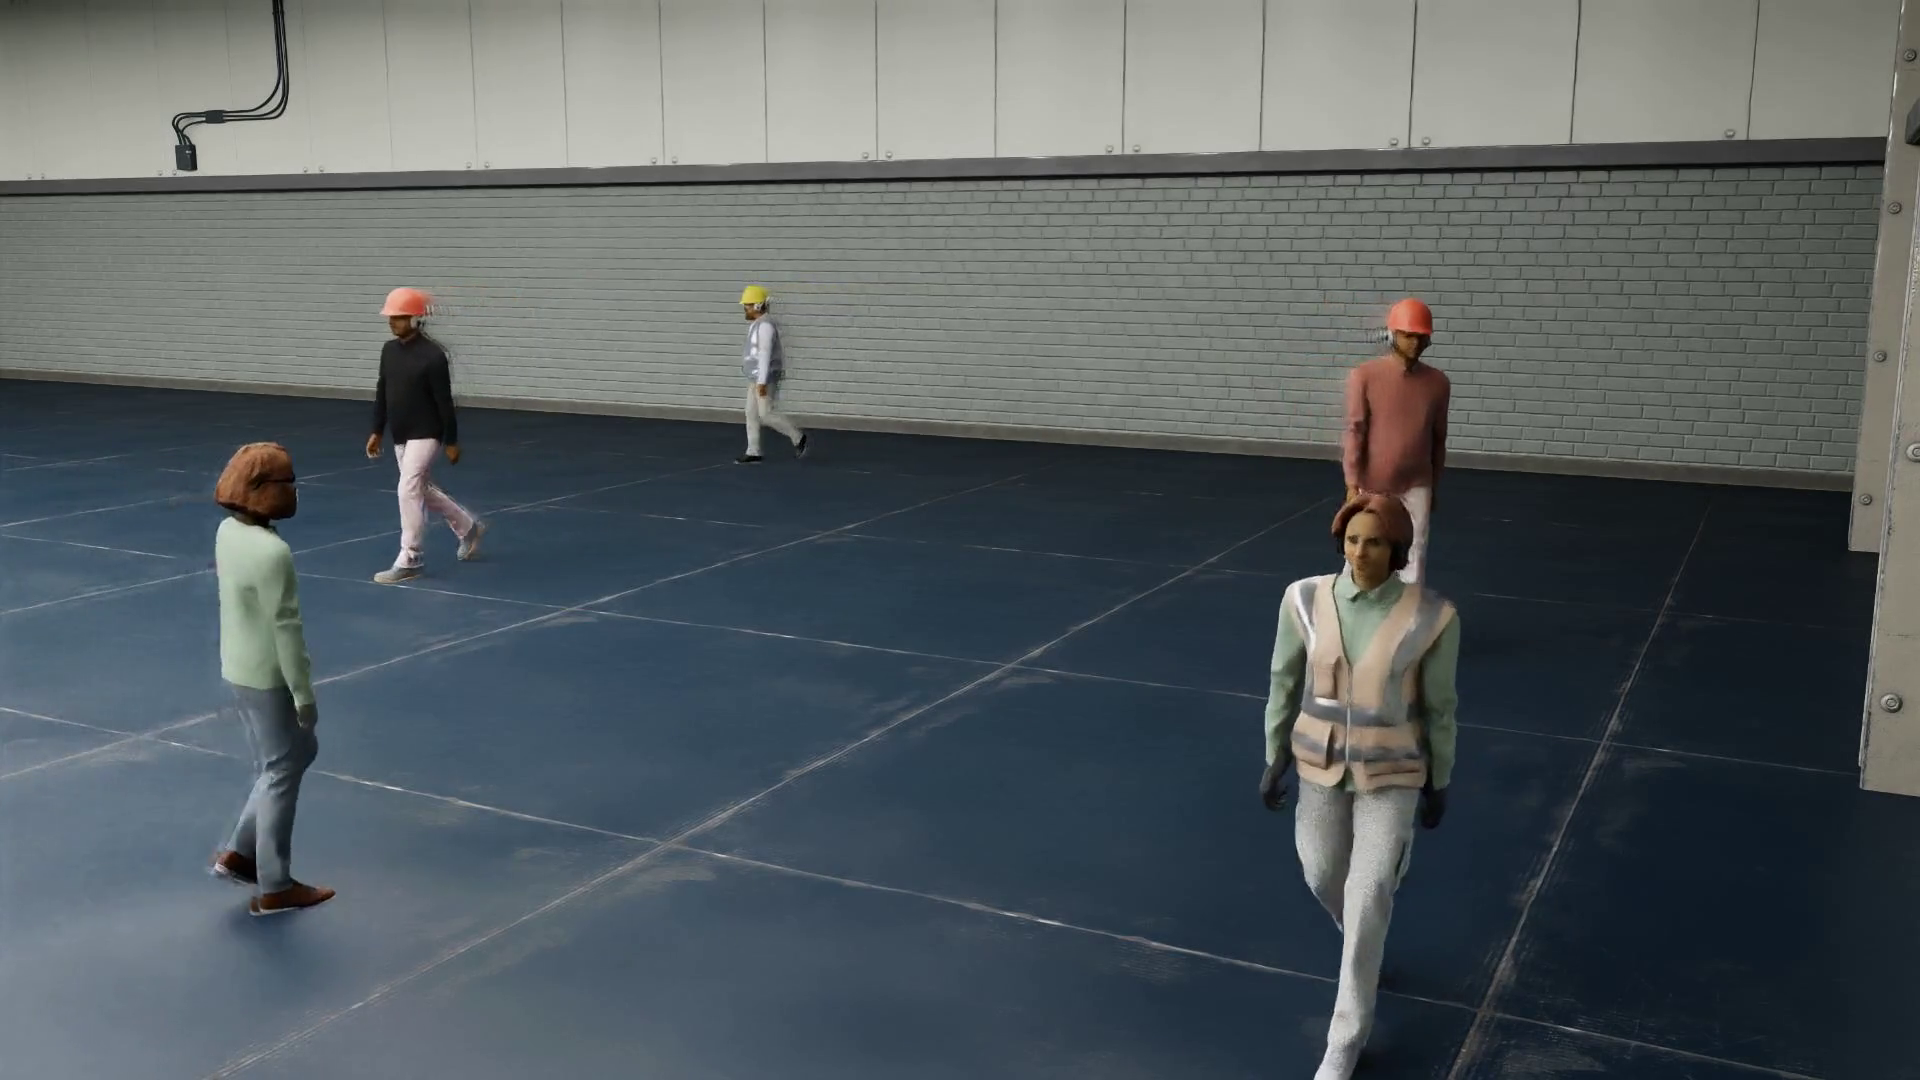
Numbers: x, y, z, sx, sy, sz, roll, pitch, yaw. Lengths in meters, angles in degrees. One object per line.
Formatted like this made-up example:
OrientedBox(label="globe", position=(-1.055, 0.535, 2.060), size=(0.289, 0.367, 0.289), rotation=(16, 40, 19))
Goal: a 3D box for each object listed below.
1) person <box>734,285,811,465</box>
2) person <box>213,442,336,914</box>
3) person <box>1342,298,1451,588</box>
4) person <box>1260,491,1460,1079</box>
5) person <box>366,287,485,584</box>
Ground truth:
OrientedBox(label="person", position=(-1.901, -1.644, 16.652), size=(0.691, 1.807, 0.587), rotation=(-4, 11, -19))
OrientedBox(label="person", position=(-2.304, 0.471, 5.626), size=(0.345, 1.617, 0.519), rotation=(-8, 13, -39))
OrientedBox(label="person", position=(2.356, -0.342, 9.119), size=(0.617, 1.974, 0.848), rotation=(-1, 10, -6))
OrientedBox(label="person", position=(1.139, 0.644, 4.701), size=(0.519, 1.614, 0.751), rotation=(6, 12, 31))
OrientedBox(label="person", position=(-3.607, -0.730, 11.241), size=(0.605, 1.968, 0.897), rotation=(8, 13, 39))
